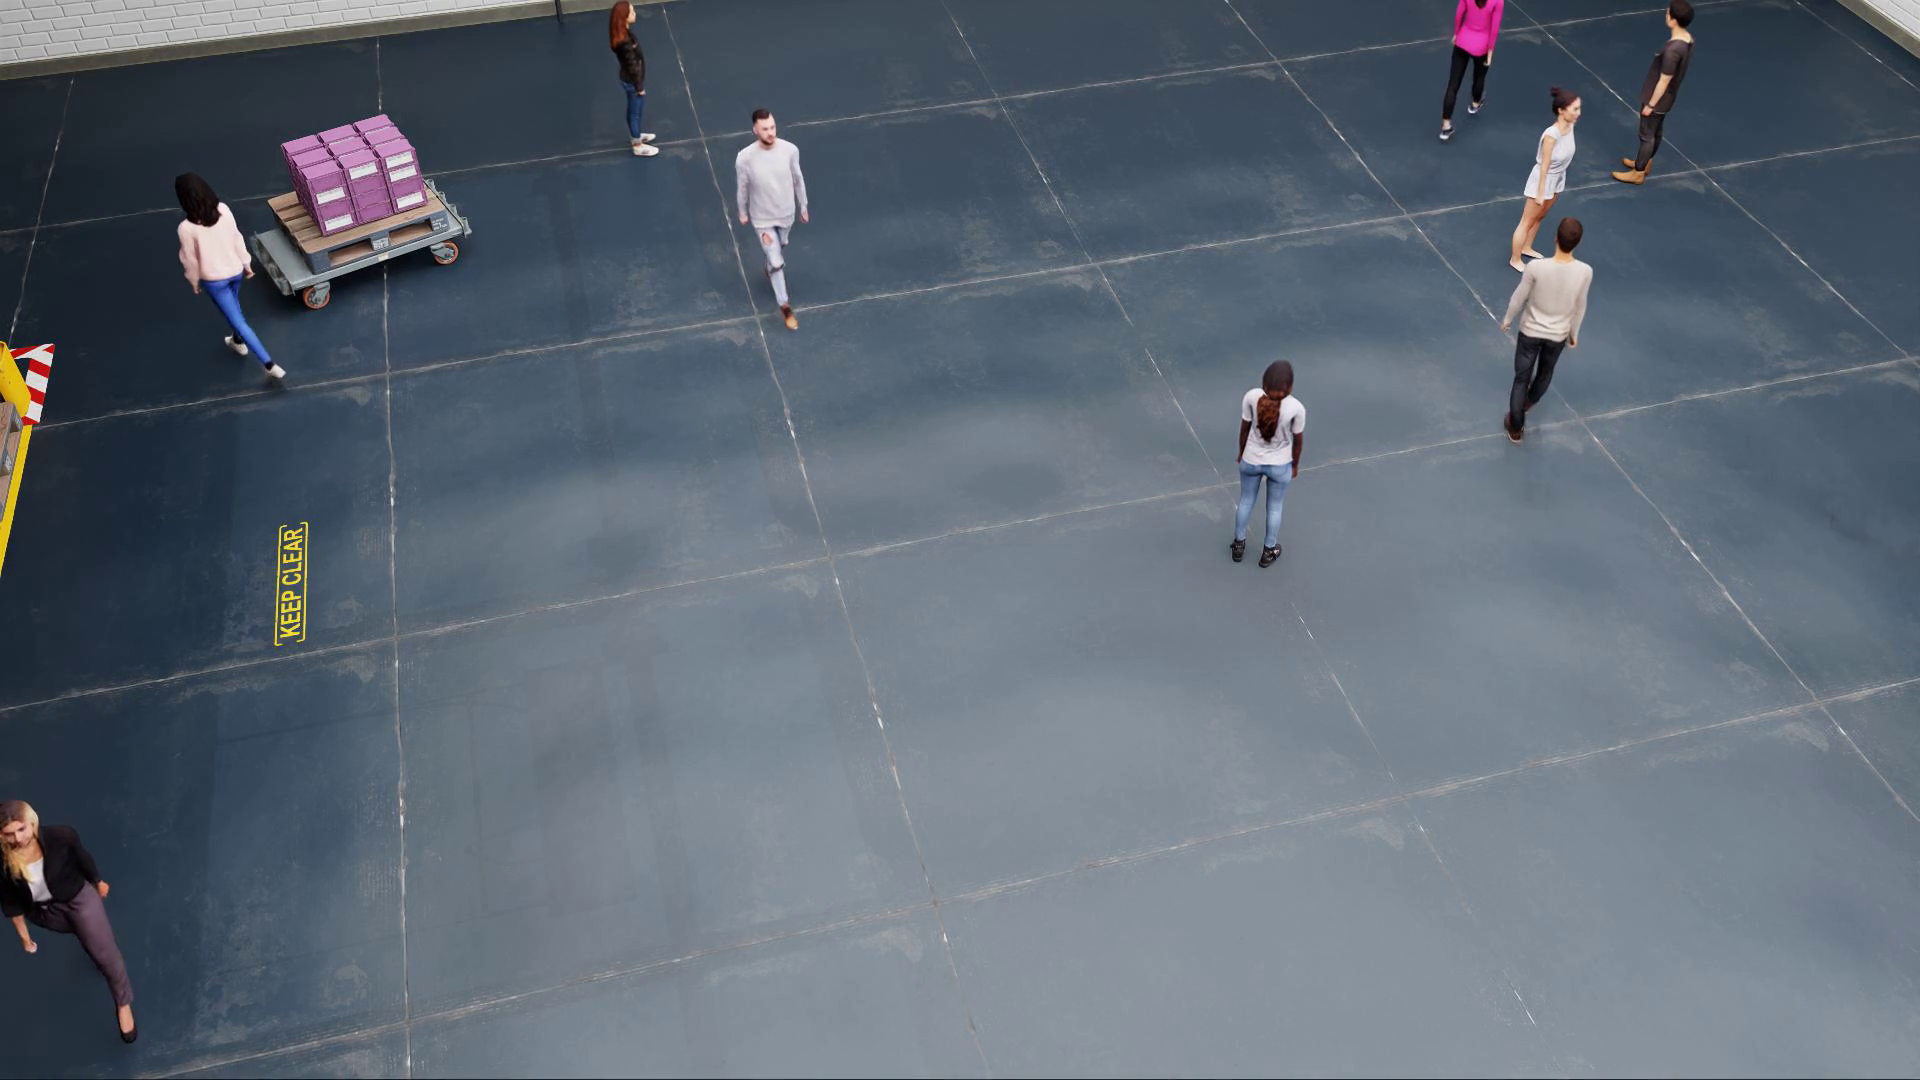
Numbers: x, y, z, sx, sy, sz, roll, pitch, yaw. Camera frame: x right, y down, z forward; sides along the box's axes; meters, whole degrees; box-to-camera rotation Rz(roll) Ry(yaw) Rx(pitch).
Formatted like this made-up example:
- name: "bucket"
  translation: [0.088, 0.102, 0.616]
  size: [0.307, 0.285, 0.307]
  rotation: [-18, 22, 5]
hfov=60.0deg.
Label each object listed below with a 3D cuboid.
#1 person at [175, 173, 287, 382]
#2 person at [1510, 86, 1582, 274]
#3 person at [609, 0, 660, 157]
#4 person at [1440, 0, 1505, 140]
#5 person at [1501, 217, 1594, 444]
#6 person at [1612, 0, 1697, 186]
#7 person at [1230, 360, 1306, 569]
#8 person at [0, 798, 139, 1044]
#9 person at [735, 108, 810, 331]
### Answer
- name: "person"
  translation: [-5.613, -1.976, 12.775]
  size: [1.222, 1.732, 1.070]
  rotation: [29, 51, 27]
- name: "person"
  translation: [4.922, -3.025, 13.965]
  size: [0.708, 1.608, 0.667]
  rotation: [31, 51, 28]
- name: "person"
  translation: [-3.048, -4.282, 15.375]
  size: [0.631, 1.483, 0.454]
  rotation: [-11, 45, -12]
- name: "person"
  translation: [4.738, -4.536, 15.510]
  size: [1.058, 1.664, 1.096]
  rotation: [24, 49, 23]
- name: "person"
  translation: [4.270, -1.481, 12.169]
  size: [0.881, 1.850, 1.001]
  rotation: [7, 44, 7]
- name: "person"
  translation: [6.300, -4.012, 14.927]
  size: [0.741, 1.712, 0.709]
  rotation: [29, 51, 27]
- name: "person"
  translation: [2.077, -0.525, 11.261]
  size: [0.672, 1.718, 0.706]
  rotation: [15, 46, 16]
- name: "person"
  translation: [-4.750, 1.881, 8.804]
  size: [0.687, 1.624, 1.067]
  rotation: [-16, 46, -16]
- name: "person"
  translation: [-1.539, -2.691, 13.475]
  size: [0.823, 1.800, 1.196]
  rotation: [-17, 46, -17]
